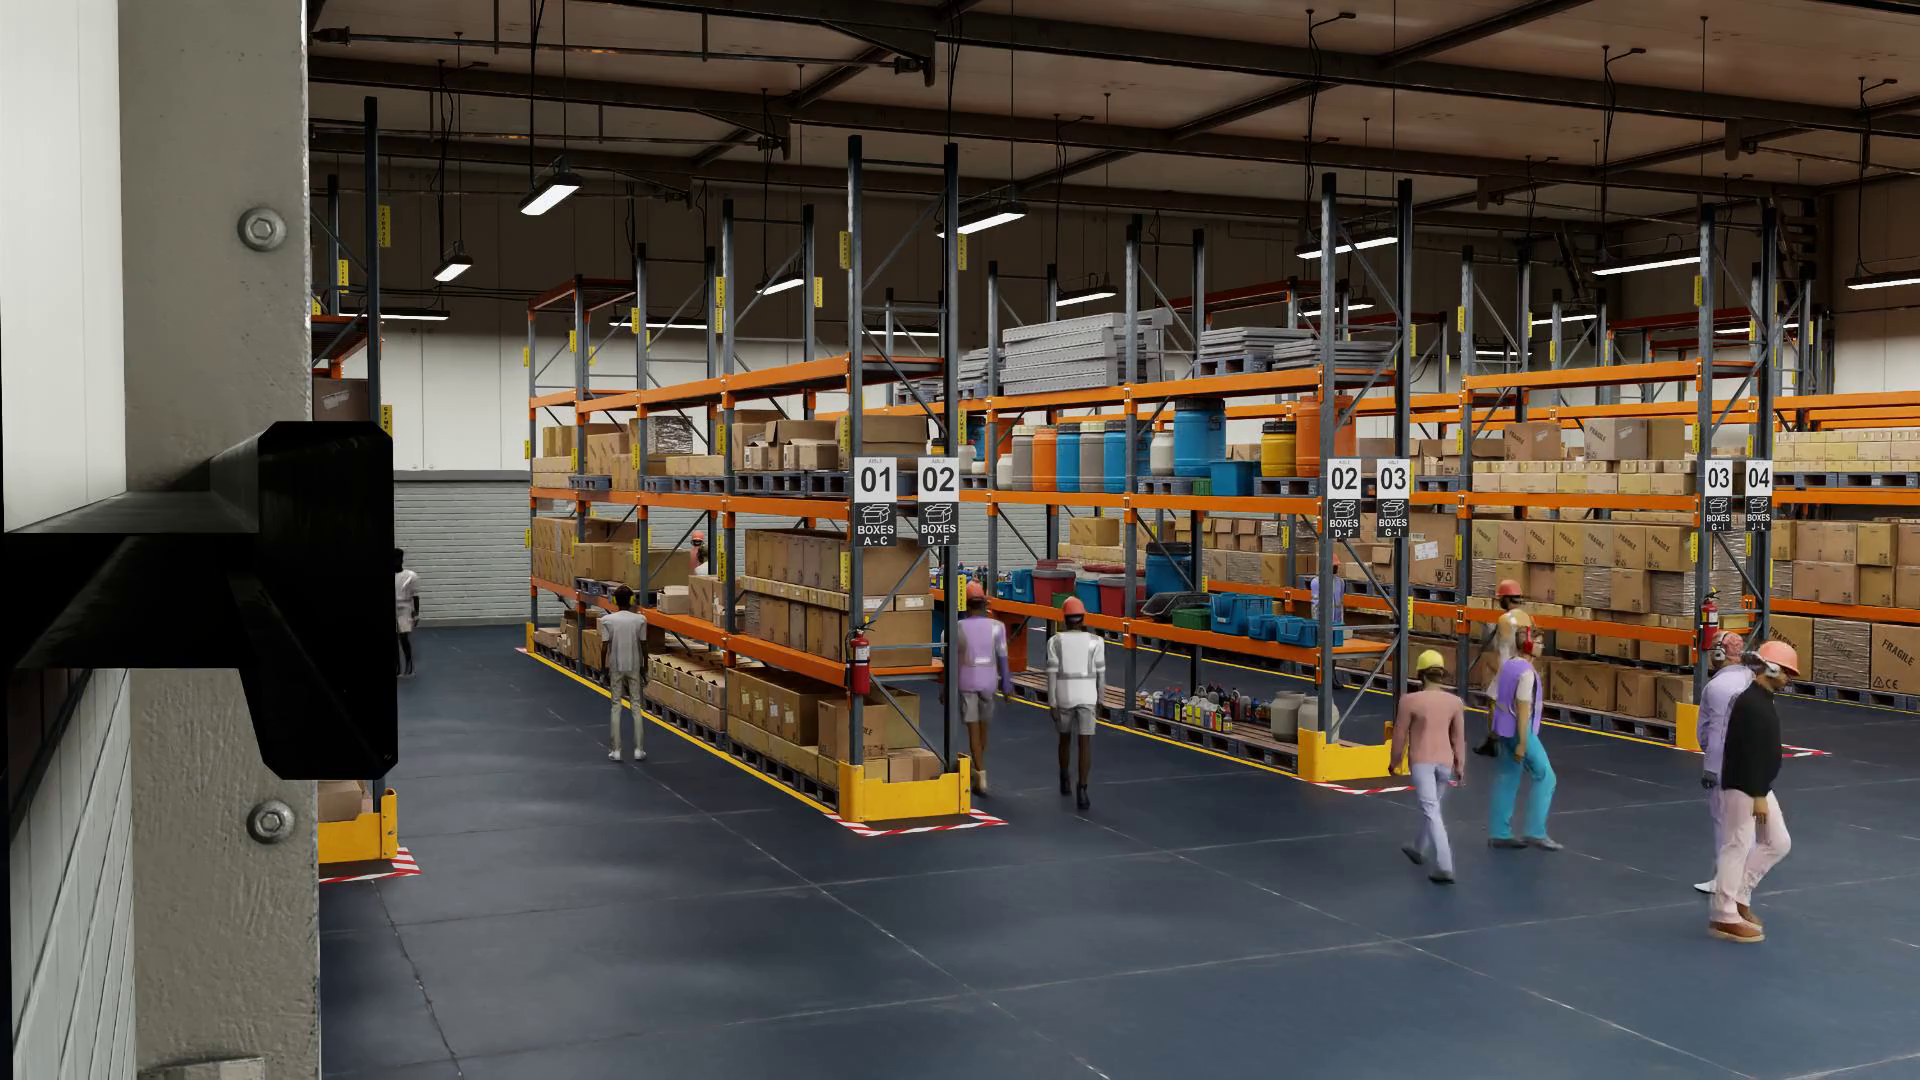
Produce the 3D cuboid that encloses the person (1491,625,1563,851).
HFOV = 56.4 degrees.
[{"bbox_3d":[4.641,1.603,14.561,0.661,1.823,0.571,0,2,-1],"label":"person"}]

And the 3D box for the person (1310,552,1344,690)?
[{"bbox_3d":[5.193,1.139,25.172,0.553,1.938,0.364,-1,2,-25],"label":"person"}]

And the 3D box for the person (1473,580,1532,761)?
[{"bbox_3d":[5.819,1.381,19.186,0.562,1.906,0.785,-2,3,-39],"label":"person"}]

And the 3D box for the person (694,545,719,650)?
[{"bbox_3d":[-3.929,1.040,27.721,0.356,1.938,0.638,1,2,21],"label":"person"}]

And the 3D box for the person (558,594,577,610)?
[{"bbox_3d":[-6.933,0.930,32.319,0.788,1.810,0.589,2,3,35],"label":"person"}]

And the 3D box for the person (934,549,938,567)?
[{"bbox_3d":[-0.348,0.760,34.483,0.408,1.986,0.620,1,2,19],"label":"person"}]

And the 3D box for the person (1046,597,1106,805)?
[{"bbox_3d":[1.084,1.483,16.737,0.549,1.887,1.006,0,2,5],"label":"person"}]

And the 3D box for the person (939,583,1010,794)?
[{"bbox_3d":[0.119,1.412,17.379,0.632,1.976,1.090,-1,2,-17],"label":"person"}]

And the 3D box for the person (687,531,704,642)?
[{"bbox_3d":[-4.740,0.834,32.396,0.623,1.992,0.397,-1,2,-14],"label":"person"}]

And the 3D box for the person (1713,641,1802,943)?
[{"bbox_3d":[5.221,1.645,11.760,0.506,1.947,0.736,2,3,36],"label":"person"}]

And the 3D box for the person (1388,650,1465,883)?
[{"bbox_3d":[3.560,1.697,13.633,0.527,1.709,0.953,-1,2,-15],"label":"person"}]

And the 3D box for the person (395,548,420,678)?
[{"bbox_3d":[-8.340,1.082,26.546,0.627,1.944,0.444,0,2,6],"label":"person"}]

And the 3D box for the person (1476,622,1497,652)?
[{"bbox_3d":[8.629,0.995,29.429,0.608,1.890,1.004,-1,2,-25],"label":"person"}]

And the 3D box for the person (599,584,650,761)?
[{"bbox_3d":[-3.577,1.408,19.092,0.528,1.865,0.313,-1,2,-13],"label":"person"}]

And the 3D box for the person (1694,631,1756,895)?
[{"bbox_3d":[5.594,1.617,13.095,0.652,1.906,0.403,-2,3,-42],"label":"person"}]
